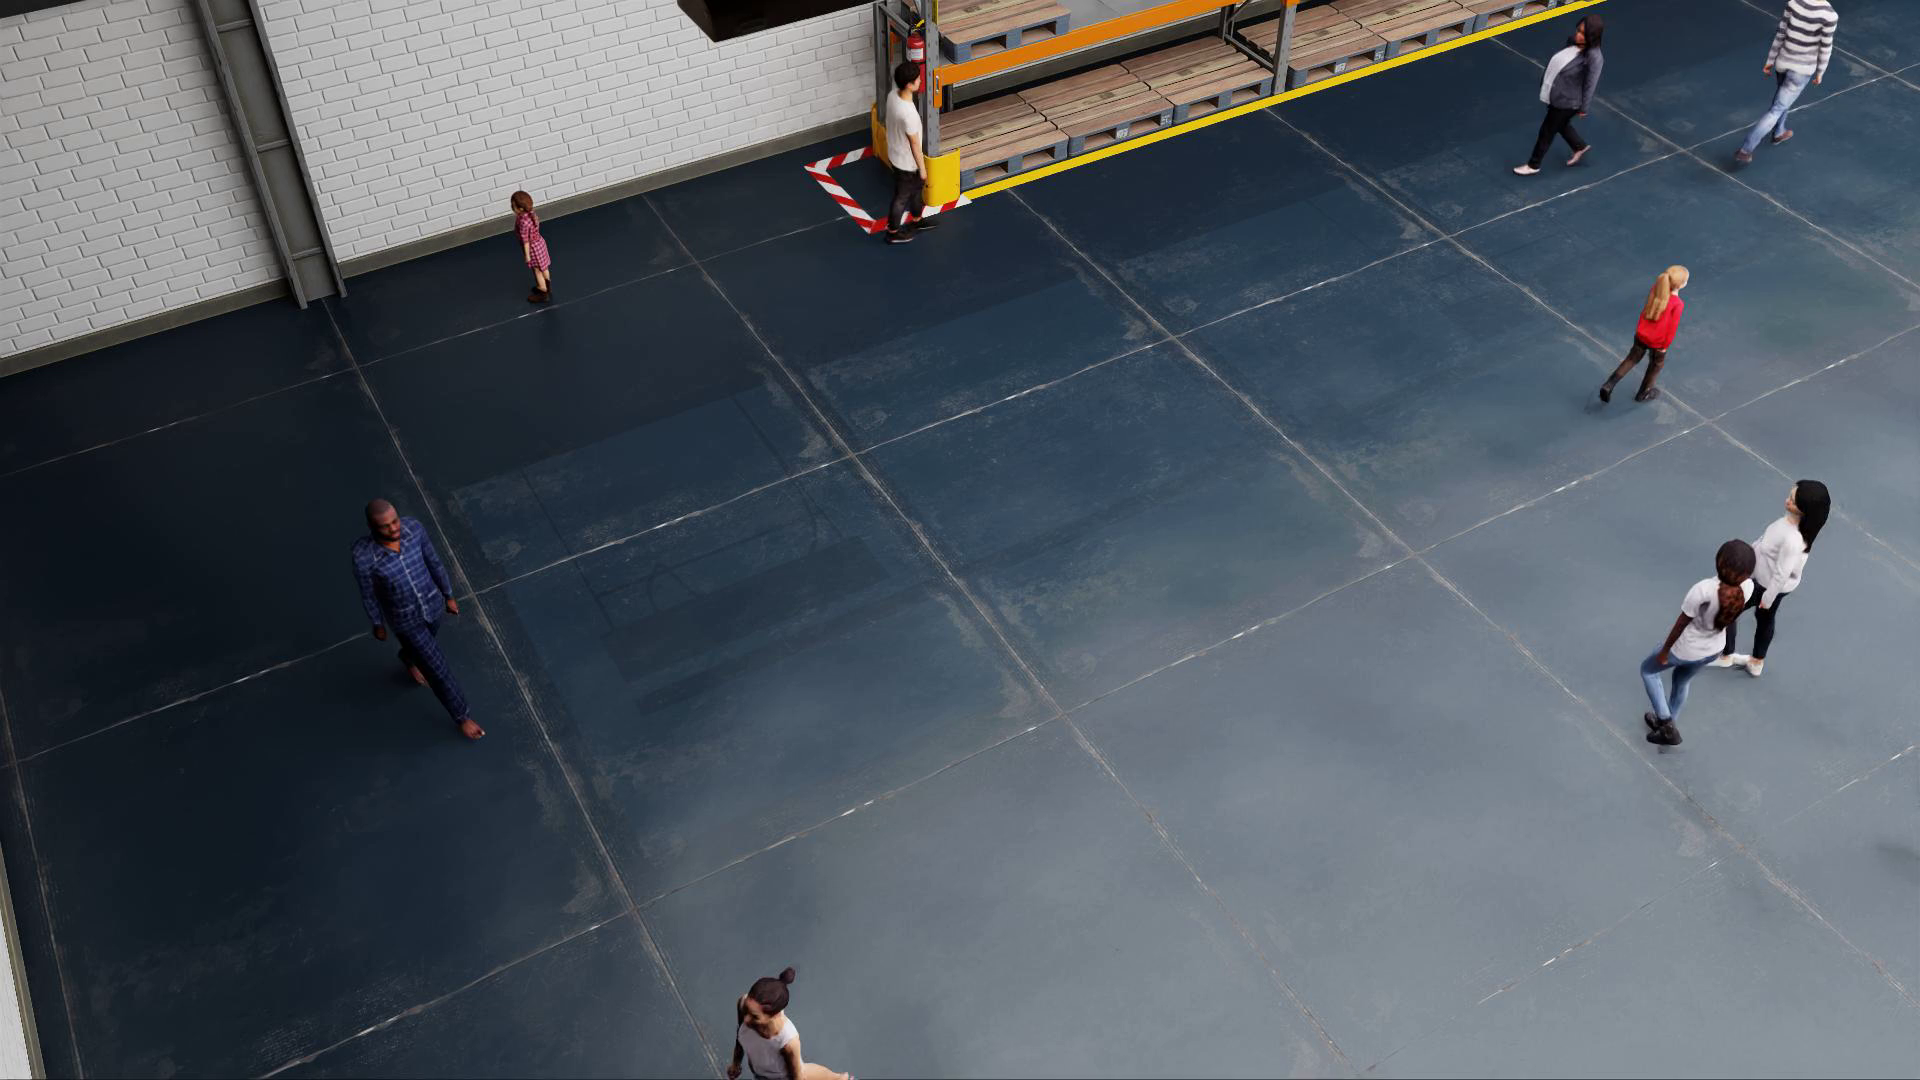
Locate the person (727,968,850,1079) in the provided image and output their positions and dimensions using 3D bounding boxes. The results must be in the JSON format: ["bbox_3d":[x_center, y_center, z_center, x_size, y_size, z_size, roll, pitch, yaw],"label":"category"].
[{"bbox_3d":[-0.853,2.575,8.226,1.068,1.573,0.656,-28,50,-26],"label":"person"}]

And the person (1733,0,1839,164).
[{"bbox_3d":[7.602,-4.300,15.275,1.207,1.803,0.695,-24,49,-23],"label":"person"}]

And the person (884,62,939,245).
[{"bbox_3d":[-0.554,-3.301,14.296,0.829,1.706,0.759,-12,45,-12],"label":"person"}]

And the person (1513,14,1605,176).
[{"bbox_3d":[5.600,-4.062,15.190,1.100,1.576,0.894,-5,44,-5],"label":"person"}]

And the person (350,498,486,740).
[{"bbox_3d":[-3.445,0.402,10.356,1.001,1.779,1.181,31,51,28],"label":"person"}]

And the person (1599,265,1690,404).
[{"bbox_3d":[5.279,-1.555,12.780,0.796,1.270,0.480,-21,47,-20],"label":"person"}]

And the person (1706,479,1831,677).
[{"bbox_3d":[5.236,0.288,10.546,0.842,1.683,0.741,28,50,26],"label":"person"}]

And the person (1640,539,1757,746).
[{"bbox_3d":[4.491,0.700,10.092,0.669,1.713,0.746,-12,45,-12],"label":"person"}]

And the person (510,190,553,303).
[{"bbox_3d":[-3.578,-2.466,13.916,0.540,1.022,0.494,2,44,2],"label":"person"}]
